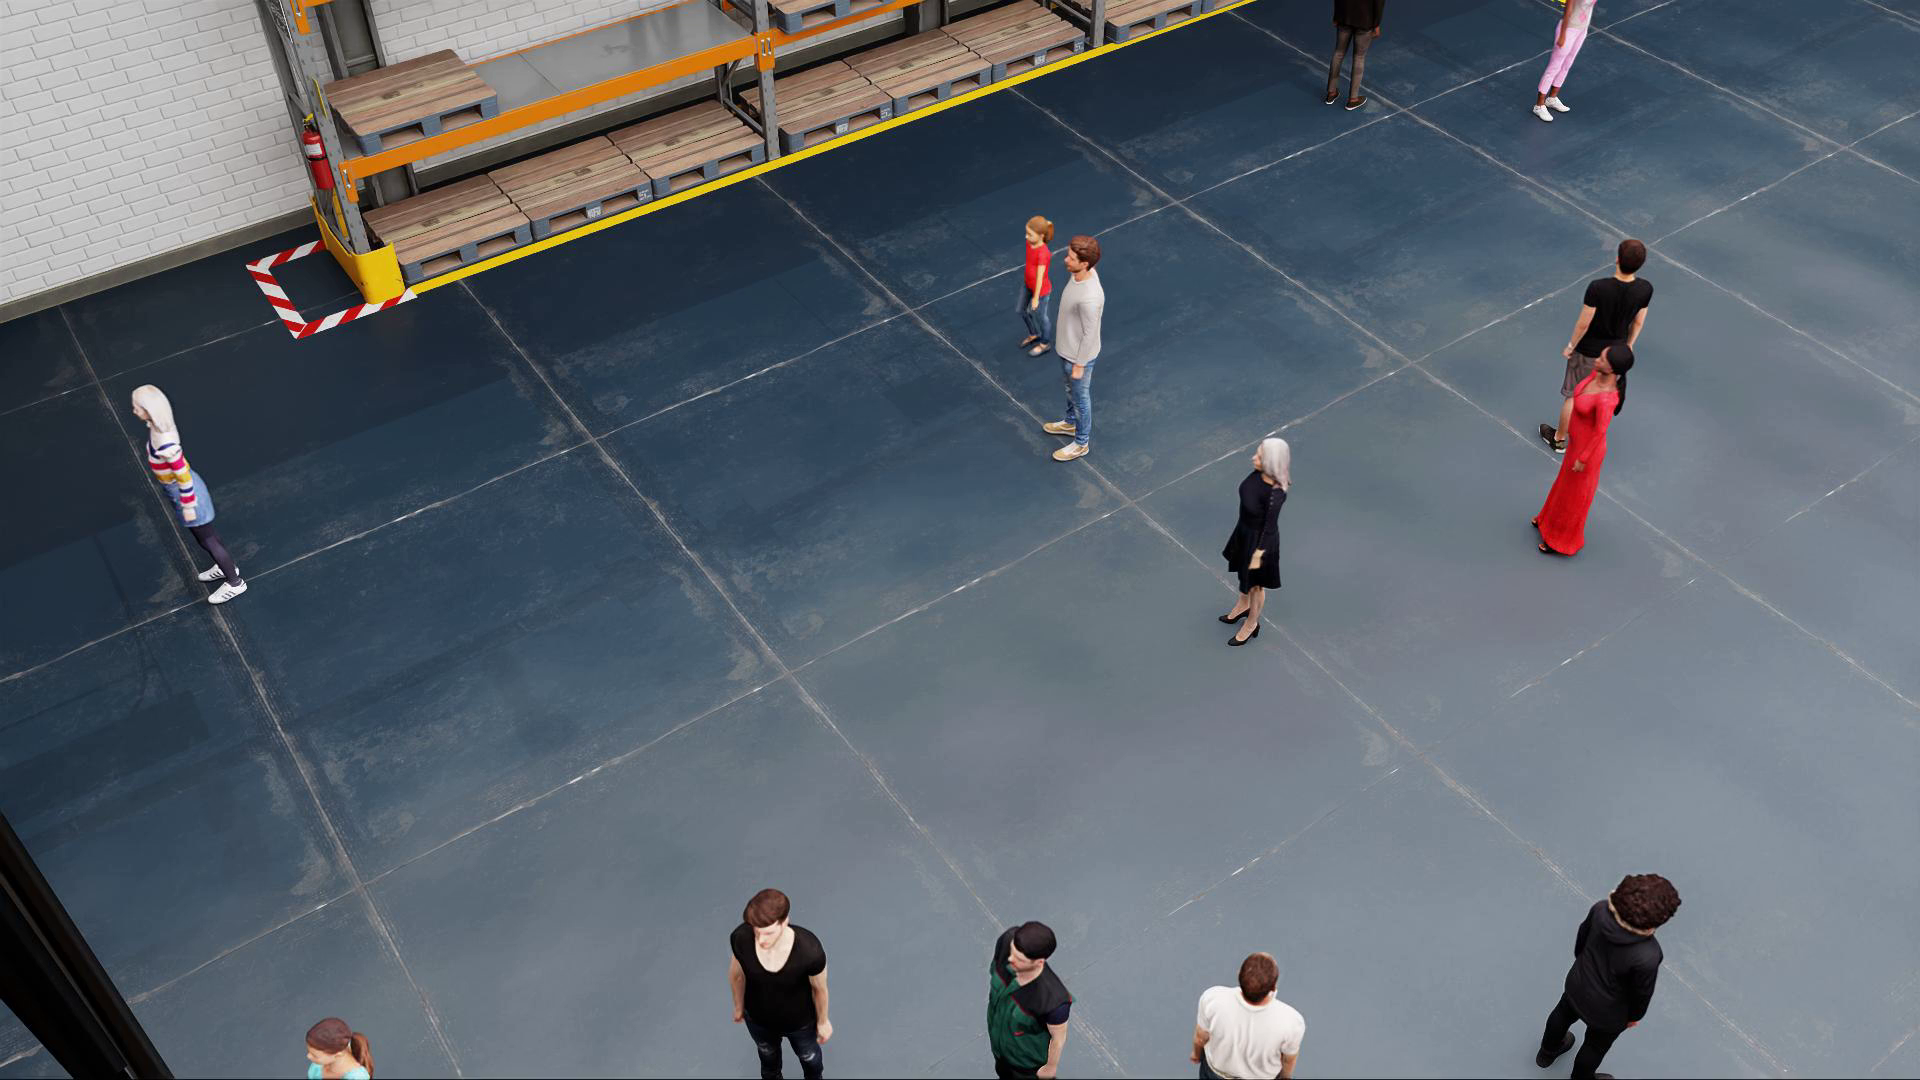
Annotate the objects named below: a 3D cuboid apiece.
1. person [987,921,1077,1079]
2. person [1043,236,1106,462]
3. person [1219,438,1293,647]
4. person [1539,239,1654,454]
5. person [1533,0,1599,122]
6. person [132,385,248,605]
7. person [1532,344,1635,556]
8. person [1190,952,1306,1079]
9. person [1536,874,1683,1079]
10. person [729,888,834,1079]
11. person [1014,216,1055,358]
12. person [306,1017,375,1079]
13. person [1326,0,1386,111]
[{"bbox_3d":[0.327,2.466,8.274,0.559,1.901,0.659,-25,49,-24],"label":"person"},{"bbox_3d":[0.880,-1.440,12.372,0.733,1.906,0.742,-7,44,-7],"label":"person"},{"bbox_3d":[1.947,0.004,10.971,0.707,1.747,0.689,-5,44,-5],"label":"person"},{"bbox_3d":[4.771,-1.429,12.392,0.711,1.862,0.823,-3,44,-3],"label":"person"},{"bbox_3d":[5.952,-4.955,16.180,0.467,1.741,0.657,-30,51,-28],"label":"person"},{"bbox_3d":[-5.237,-0.320,11.266,0.518,1.809,0.665,-23,48,-22],"label":"person"},{"bbox_3d":[4.370,-0.640,11.621,0.781,1.783,0.729,5,44,5],"label":"person"},{"bbox_3d":[1.363,2.616,8.150,0.751,1.855,0.767,15,46,16],"label":"person"},{"bbox_3d":[3.312,2.293,8.544,0.644,1.780,0.663,-18,47,-18],"label":"person"},{"bbox_3d":[-0.900,2.351,8.399,0.756,1.896,0.808,8,44,9],"label":"person"},{"bbox_3d":[0.686,-2.063,13.464,0.540,1.300,0.515,-20,47,-19],"label":"person"},{"bbox_3d":[-2.941,2.803,8.170,0.564,1.558,0.561,-30,51,-28],"label":"person"},{"bbox_3d":[3.880,-5.096,16.286,0.723,1.800,0.680,27,50,25],"label":"person"}]
